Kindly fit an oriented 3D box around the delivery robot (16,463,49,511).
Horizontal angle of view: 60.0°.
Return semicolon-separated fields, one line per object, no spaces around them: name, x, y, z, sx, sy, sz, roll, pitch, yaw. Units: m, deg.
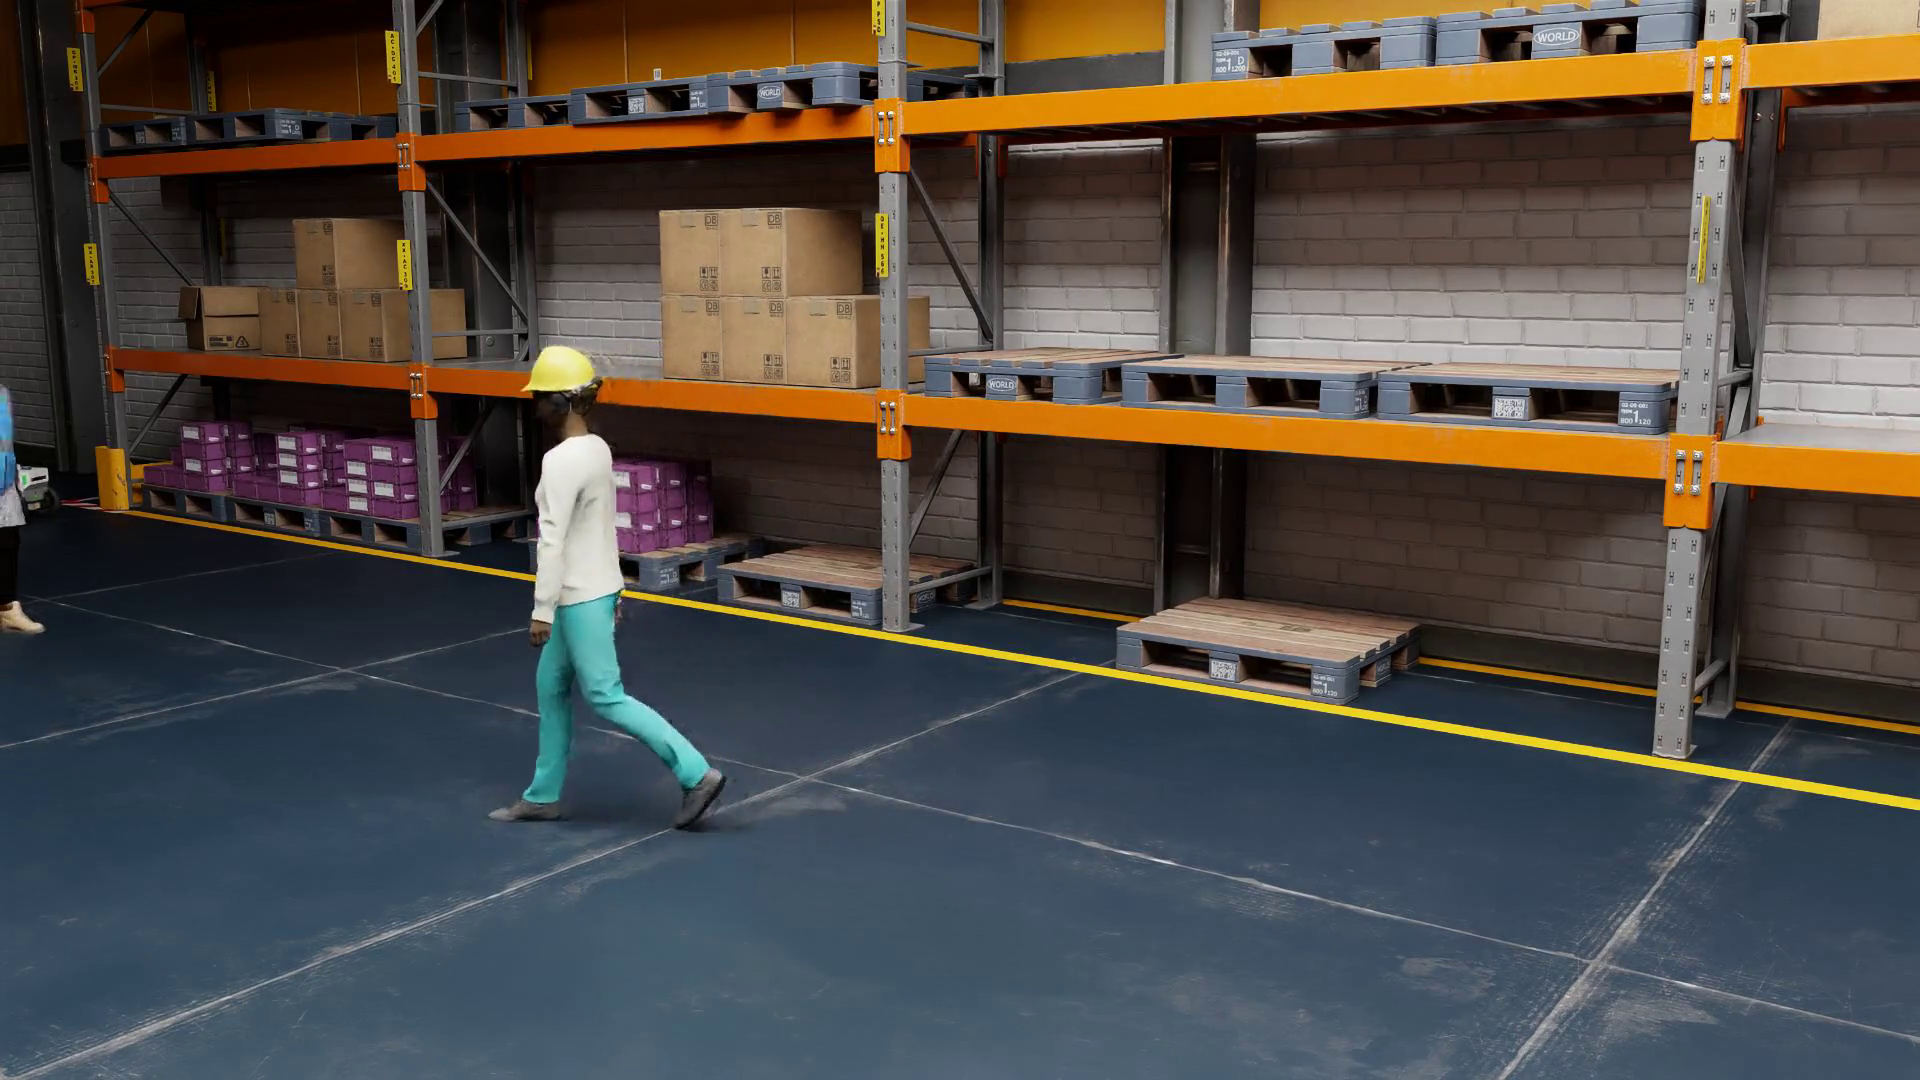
delivery robot;-7.454;-0.450;12.856;0.707;0.478;0.477;1;10;5

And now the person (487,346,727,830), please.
person;-1.260;0.184;5.860;0.843;1.737;0.527;0;10;0

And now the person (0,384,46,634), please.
person;-5.308;-0.308;8.929;0.566;1.681;0.539;1;10;9
